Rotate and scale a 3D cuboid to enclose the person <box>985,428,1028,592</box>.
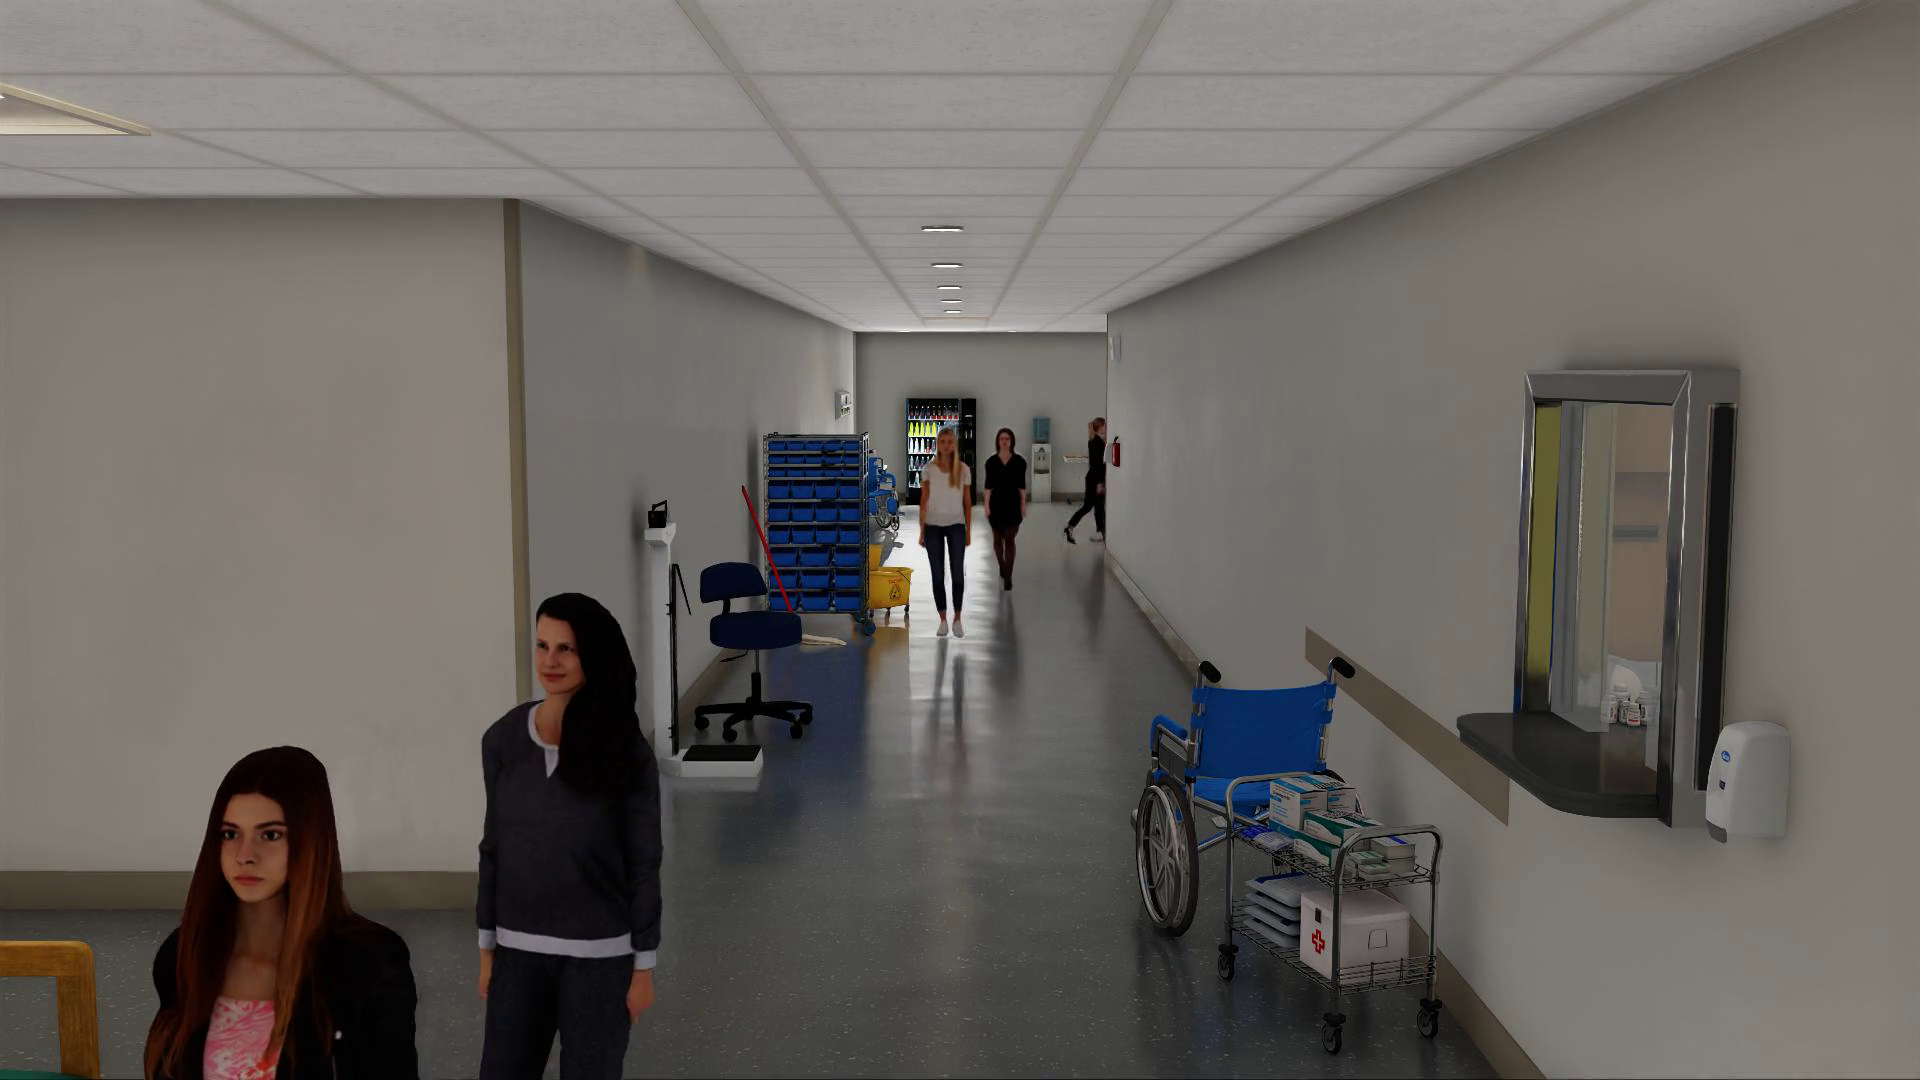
[{"bbox_3d":[0.468,-0.313,17.506,1.017,1.668,0.698,0,6,4],"label":"person"}]

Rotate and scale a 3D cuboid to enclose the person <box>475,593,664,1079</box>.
[{"bbox_3d":[-0.934,0.993,4.068,0.824,1.760,0.790,1,6,13],"label":"person"}]

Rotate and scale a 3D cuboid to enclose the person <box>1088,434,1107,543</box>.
[{"bbox_3d":[1.931,-0.753,22.188,0.786,1.607,0.726,-3,7,-28],"label":"person"}]

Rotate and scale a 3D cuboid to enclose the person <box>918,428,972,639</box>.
[{"bbox_3d":[-0.126,-0.058,14.350,0.650,1.793,0.679,1,6,5],"label":"person"}]

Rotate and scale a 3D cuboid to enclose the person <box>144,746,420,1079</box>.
[{"bbox_3d":[-1.043,1.166,2.728,0.919,1.684,0.746,1,6,6],"label":"person"}]

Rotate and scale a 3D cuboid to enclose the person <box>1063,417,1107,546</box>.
[{"bbox_3d":[1.674,-0.713,21.482,1.161,1.668,0.880,-2,6,-21],"label":"person"}]
